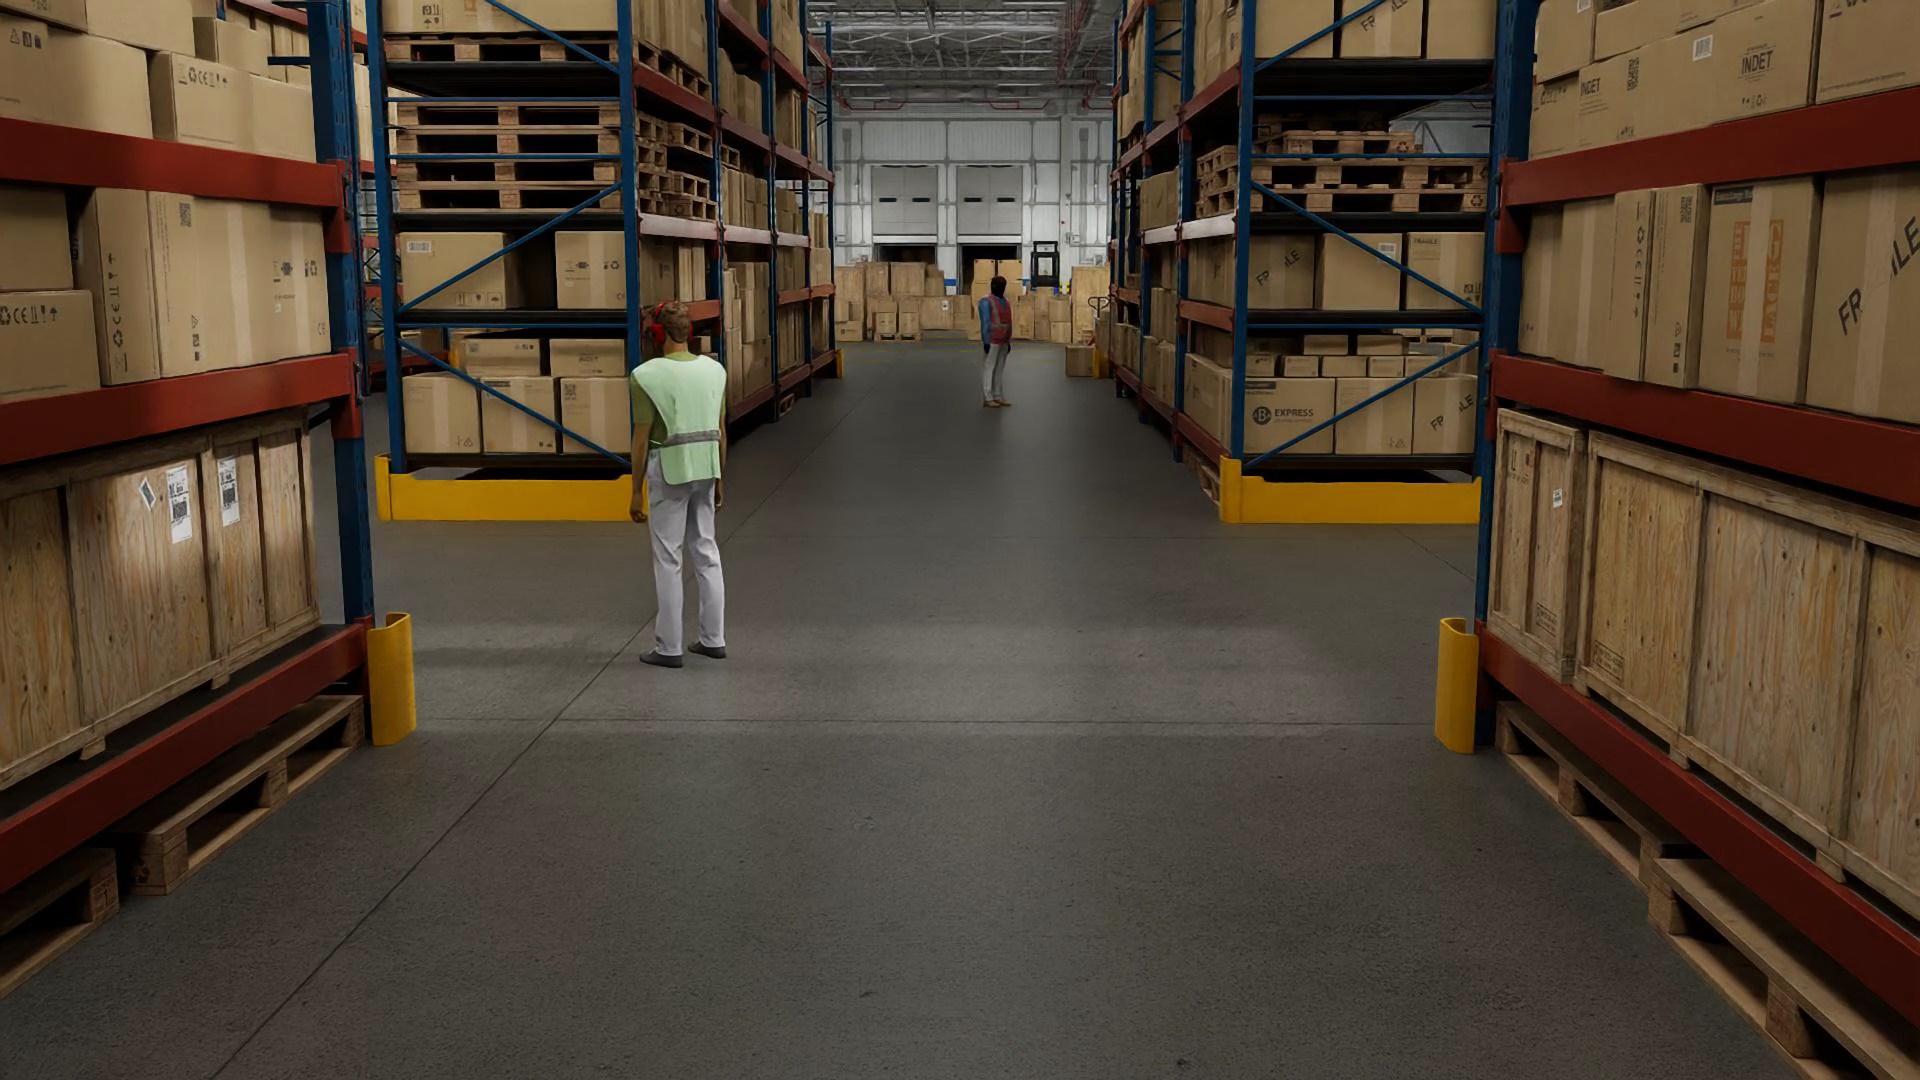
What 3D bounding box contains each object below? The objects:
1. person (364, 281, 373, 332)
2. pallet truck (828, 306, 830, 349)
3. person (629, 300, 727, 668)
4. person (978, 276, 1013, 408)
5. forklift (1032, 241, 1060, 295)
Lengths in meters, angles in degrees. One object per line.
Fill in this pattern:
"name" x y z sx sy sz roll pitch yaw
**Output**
"person" -11.584 -4.149 32.046 0.602 1.665 0.546 -4 10 -24
"pallet truck" -3.100 -3.940 29.800 1.885 1.965 0.823 3 10 19
"person" -1.390 -0.276 8.342 0.381 1.836 0.564 9 13 42
"person" 0.519 -2.770 23.275 0.430 1.840 0.619 7 12 35
"forklift" 3.186 -9.767 62.067 1.129 2.768 1.873 0 9 1
